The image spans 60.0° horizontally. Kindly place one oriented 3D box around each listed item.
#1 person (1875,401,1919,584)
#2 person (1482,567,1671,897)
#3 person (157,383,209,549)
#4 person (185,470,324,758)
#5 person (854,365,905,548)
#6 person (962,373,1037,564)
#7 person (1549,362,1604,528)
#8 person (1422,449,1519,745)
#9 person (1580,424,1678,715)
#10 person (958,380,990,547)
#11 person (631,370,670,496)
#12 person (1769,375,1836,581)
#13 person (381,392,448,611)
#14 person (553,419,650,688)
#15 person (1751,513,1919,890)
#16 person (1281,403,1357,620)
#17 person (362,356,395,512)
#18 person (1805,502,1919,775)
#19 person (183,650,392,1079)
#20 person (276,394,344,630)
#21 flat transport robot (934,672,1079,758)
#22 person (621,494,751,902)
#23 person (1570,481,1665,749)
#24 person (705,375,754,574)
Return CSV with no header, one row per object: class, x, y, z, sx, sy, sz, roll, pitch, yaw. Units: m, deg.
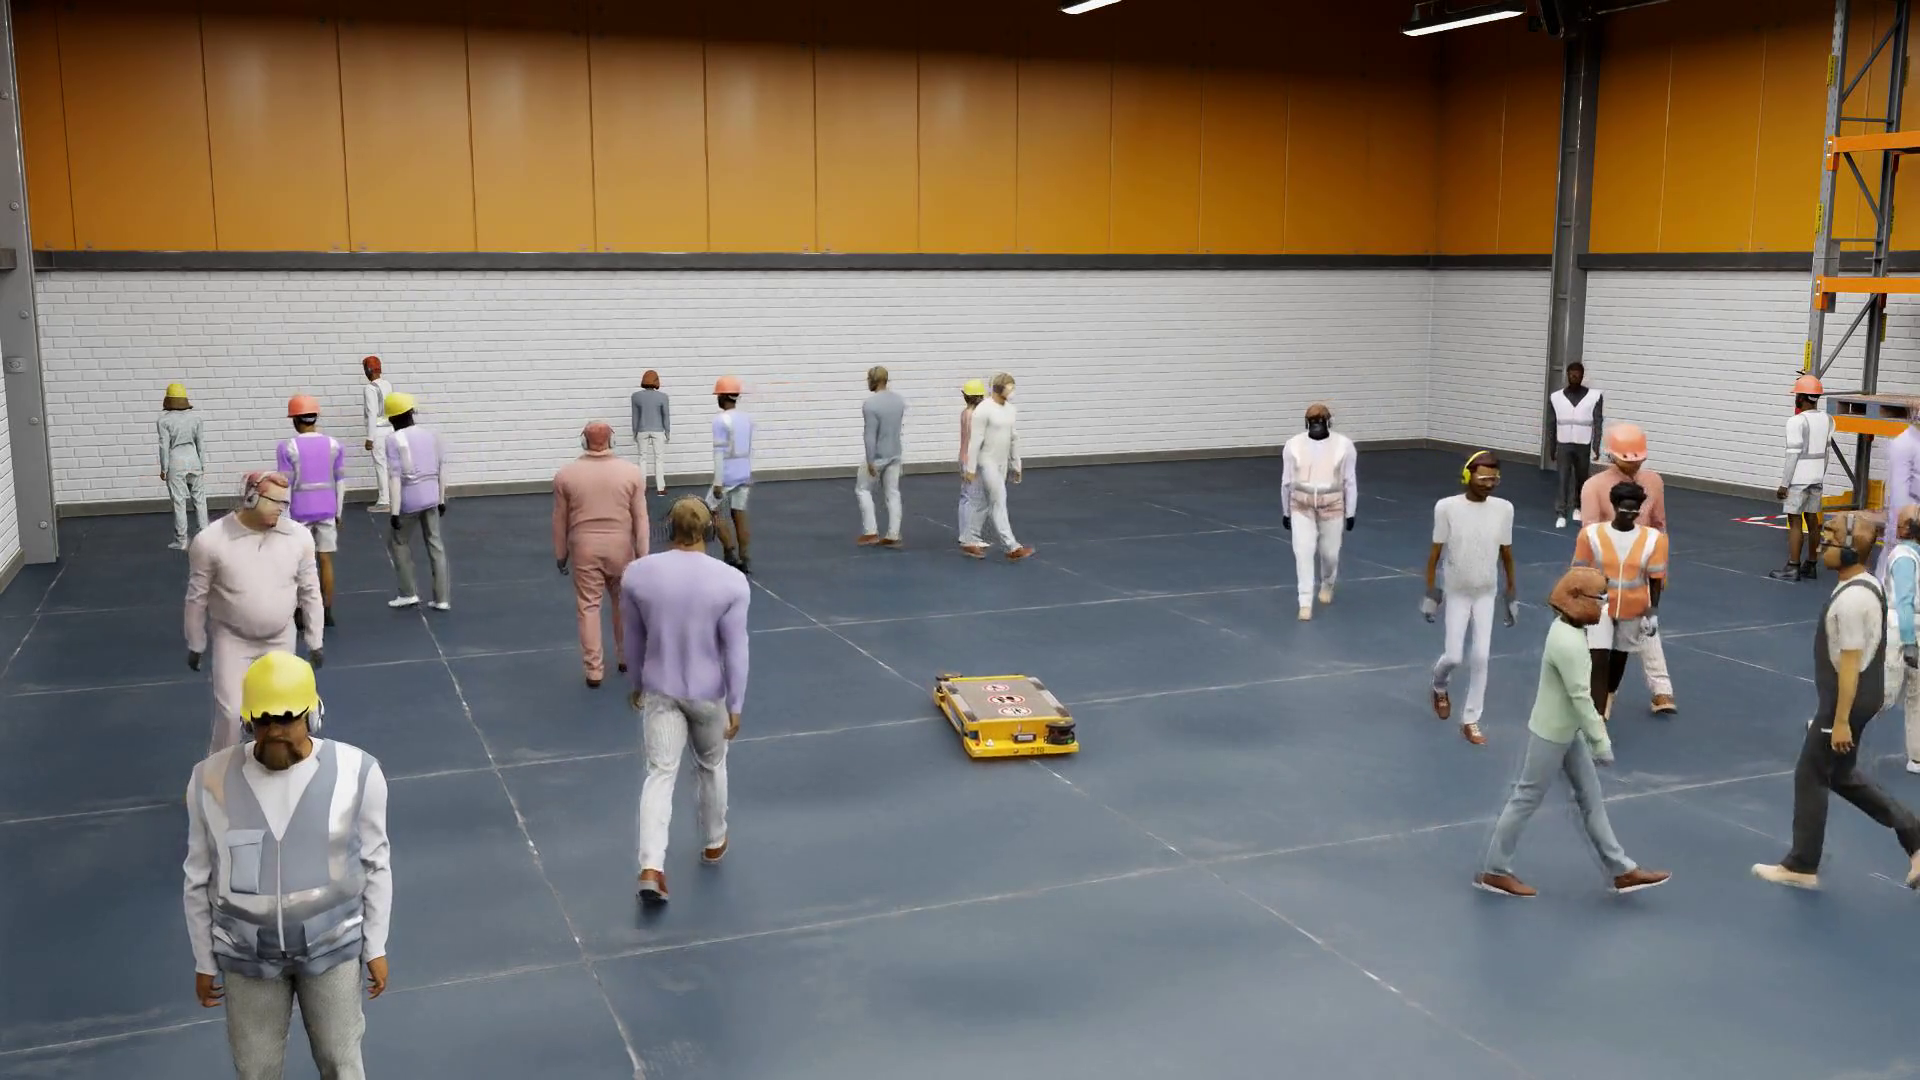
person,8.056,-0.241,13.831,0.665,1.857,0.963,-4,10,-22
person,2.868,0.911,7.674,0.868,1.588,0.502,4,10,23
person,-8.153,-0.773,17.429,0.294,1.744,0.485,7,12,37
person,-3.825,0.543,9.067,0.667,1.870,0.502,-8,12,-40
person,-0.862,-0.872,17.487,0.615,1.918,0.640,8,12,40
person,0.426,-0.714,16.623,1.006,1.887,0.649,7,11,35
person,7.048,-1.107,19.074,0.593,1.878,1.005,4,10,23
person,3.185,0.332,10.437,0.578,1.846,0.557,0,9,-2
person,4.404,0.191,11.030,0.635,1.926,0.899,-2,9,-9
person,0.140,-0.809,17.576,0.312,1.769,0.522,-2,10,-11
person,-3.966,-1.368,21.383,0.495,1.627,0.272,0,9,1
person,7.927,-0.580,15.667,0.543,1.939,0.360,-4,10,-24
person,-4.685,-0.329,14.272,0.693,1.888,0.700,6,11,32
person,-2.560,0.067,11.923,0.677,1.877,0.820,-2,10,-9
person,4.220,0.782,7.775,0.741,1.824,0.516,6,11,34
person,3.044,-0.266,14.140,0.633,1.816,0.796,3,10,15
person,-6.994,-1.273,20.031,0.361,1.884,0.574,1,9,8
person,5.422,0.568,9.690,0.723,1.613,0.524,8,12,40
person,-2.026,1.227,5.041,0.588,1.831,0.404,-3,10,-15
person,-5.292,-0.227,13.564,0.558,1.932,0.409,-8,12,-39
flat transport robot,0.268,1.088,10.600,0.652,0.197,1.431,-2,9,-10
person,-1.307,0.732,7.877,0.644,1.904,1.001,1,9,3
person,4.111,0.423,10.478,0.554,1.646,0.844,2,10,12
person,-2.211,-0.612,15.916,0.436,1.916,0.565,6,11,31
